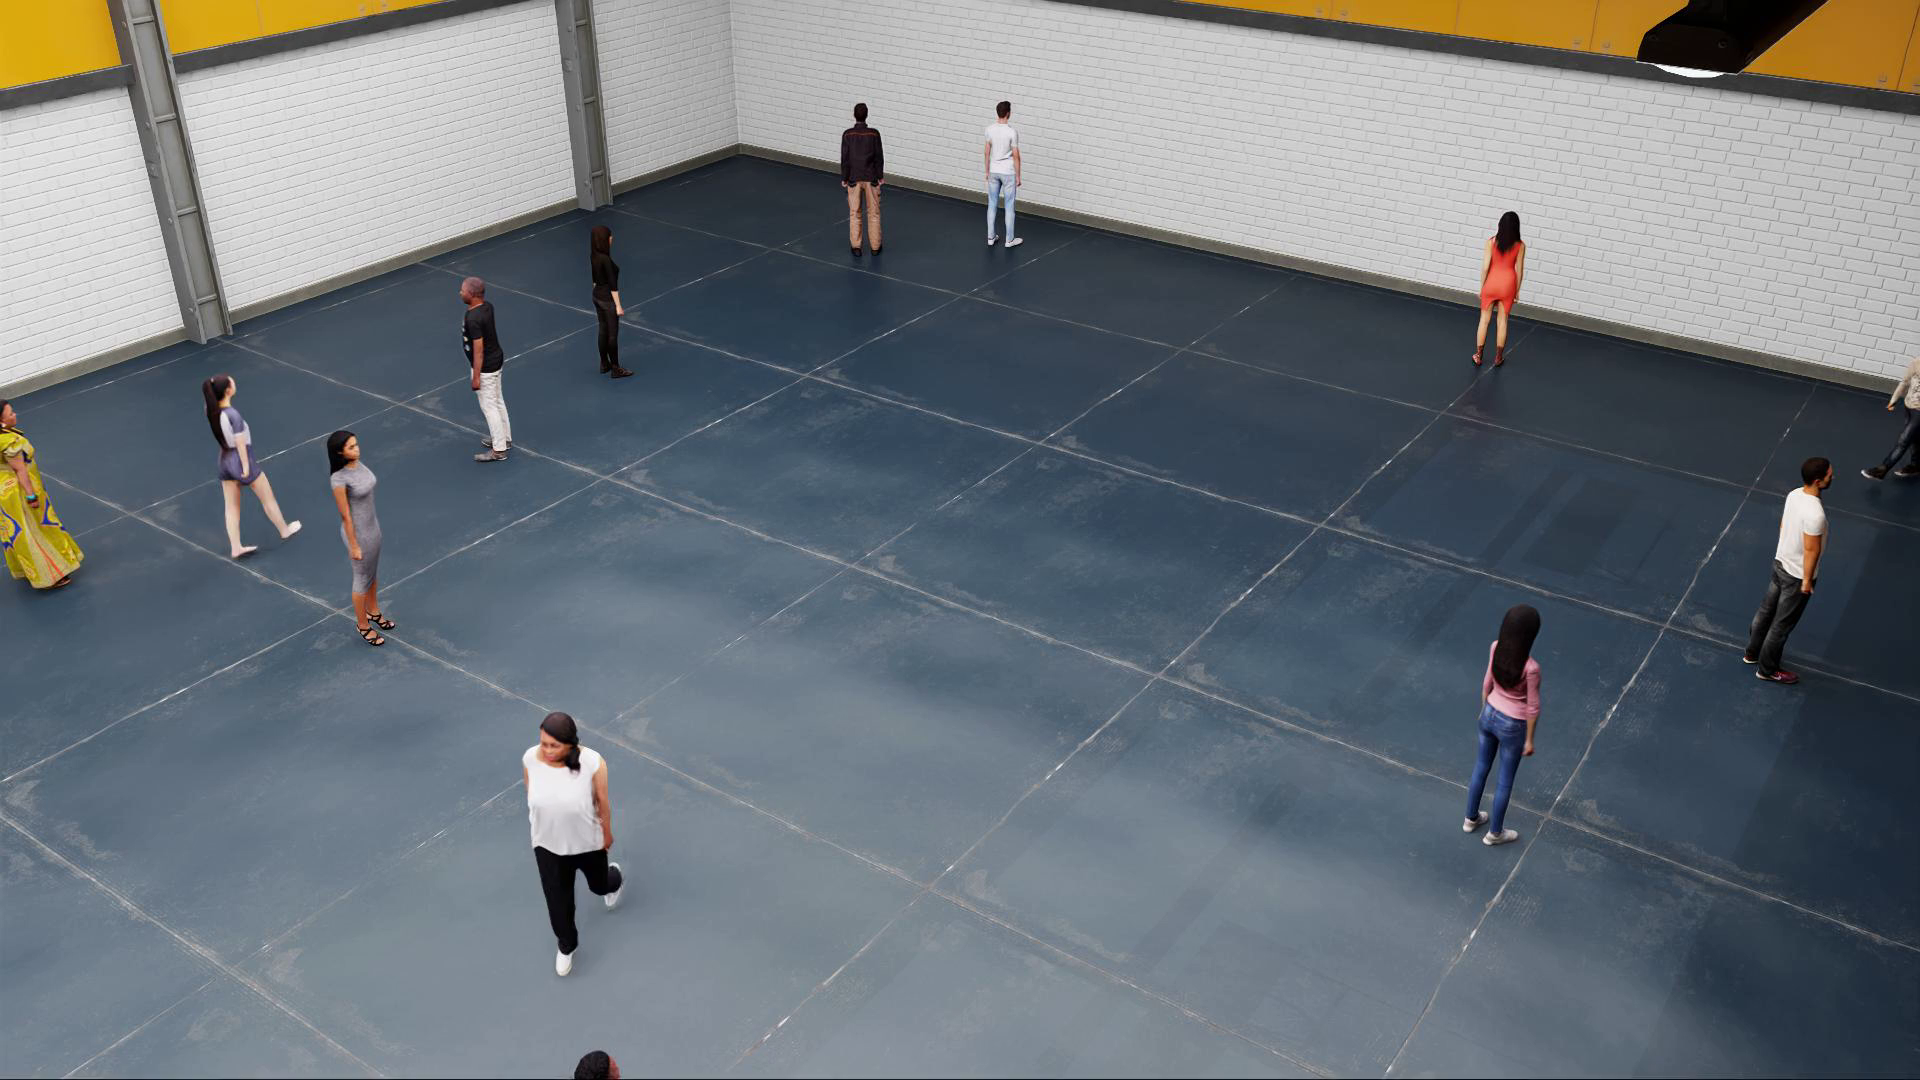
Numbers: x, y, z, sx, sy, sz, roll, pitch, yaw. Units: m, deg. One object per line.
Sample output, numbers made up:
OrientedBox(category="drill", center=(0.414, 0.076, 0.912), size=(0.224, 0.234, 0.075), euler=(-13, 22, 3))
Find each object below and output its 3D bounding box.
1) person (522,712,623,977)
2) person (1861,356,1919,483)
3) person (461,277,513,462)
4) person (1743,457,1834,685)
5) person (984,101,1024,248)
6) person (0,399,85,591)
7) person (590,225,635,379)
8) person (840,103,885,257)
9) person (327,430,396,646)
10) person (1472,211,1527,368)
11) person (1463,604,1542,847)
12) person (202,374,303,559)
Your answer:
OrientedBox(category="person", center=(-2.273, 1.706, 9.800), size=(0.926, 1.668, 1.087), euler=(3, 29, 6))
OrientedBox(category="person", center=(8.936, -1.213, 15.393), size=(0.984, 1.438, 0.925), euler=(-5, 29, -9))
OrientedBox(category="person", center=(-4.494, -1.636, 15.785), size=(0.819, 1.805, 0.730), euler=(0, 29, 0))
OrientedBox(category="person", center=(6.213, 0.203, 12.414), size=(0.775, 1.805, 0.664), euler=(1, 29, 2))
OrientedBox(category="person", center=(0.543, -4.700, 21.353), size=(0.671, 1.851, 0.563), euler=(15, 32, 25))
OrientedBox(category="person", center=(-7.729, -0.393, 13.657), size=(0.897, 1.660, 0.829), euler=(24, 37, 37))
OrientedBox(category="person", center=(-3.746, -2.528, 17.590), size=(0.577, 1.642, 0.627), euler=(-22, 36, -35))
OrientedBox(category="person", center=(-1.234, -4.550, 21.002), size=(0.786, 1.924, 0.826), euler=(-3, 29, -5))
OrientedBox(category="person", center=(-4.642, -0.033, 12.871), size=(0.737, 1.781, 0.631), euler=(2, 29, 5))
OrientedBox(category="person", center=(5.773, -2.688, 17.802), size=(0.656, 1.719, 0.644), euler=(7, 29, 12))
OrientedBox(category="person", center=(3.497, 1.176, 10.696), size=(0.631, 1.742, 0.642), euler=(-16, 33, -27))
OrientedBox(category="person", center=(-6.178, -0.587, 14.049), size=(0.663, 1.625, 0.914), euler=(14, 32, 24))
